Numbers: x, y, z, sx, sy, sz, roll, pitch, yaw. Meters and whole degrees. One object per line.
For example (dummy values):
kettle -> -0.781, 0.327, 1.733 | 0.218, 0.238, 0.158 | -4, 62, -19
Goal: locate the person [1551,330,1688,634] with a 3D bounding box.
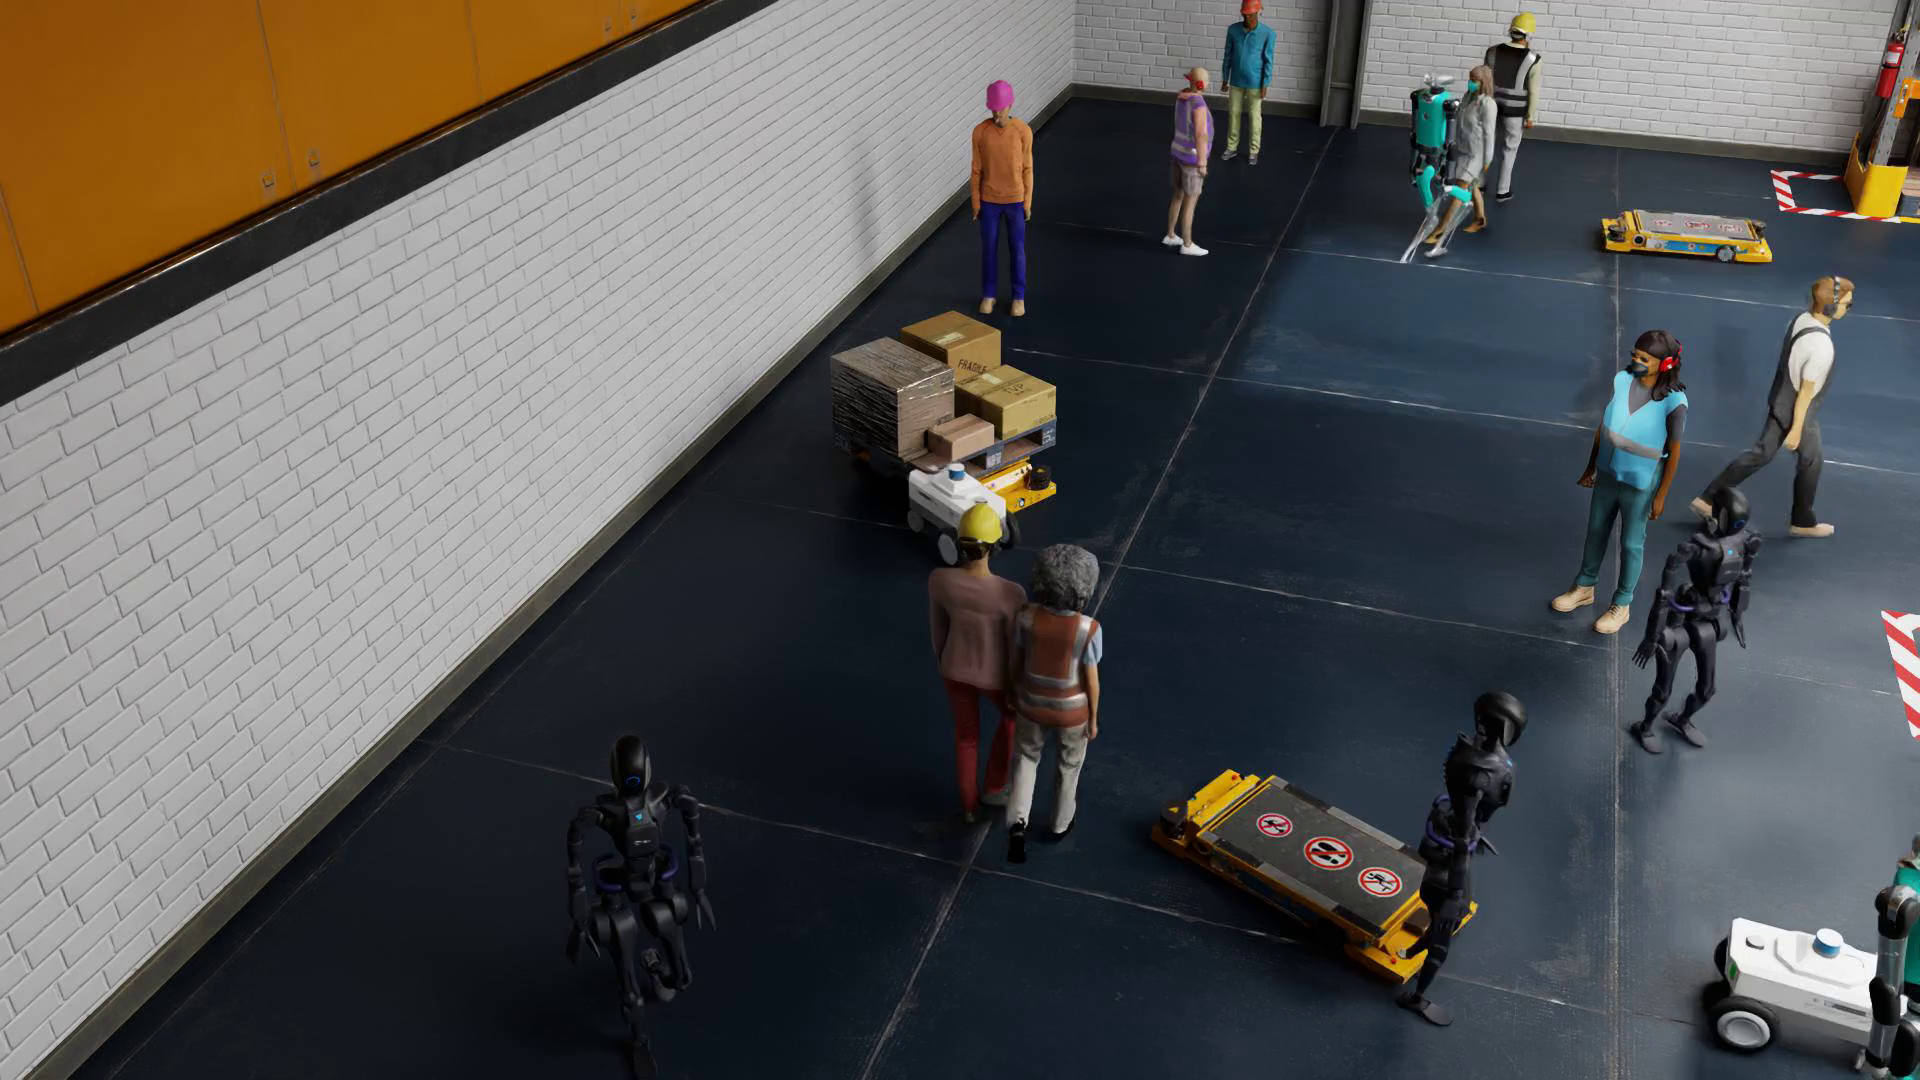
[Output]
person -> 3.865, -0.344, 9.633 | 0.378, 1.865, 0.543 | -19, 36, -29

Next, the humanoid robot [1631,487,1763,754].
humanoid robot -> 3.768, 0.415, 8.538 | 0.612, 1.631, 0.411 | -8, 31, -14

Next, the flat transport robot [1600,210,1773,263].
flat transport robot -> 6.727, -2.818, 15.419 | 1.431, 0.231, 0.659 | 7, 31, 13

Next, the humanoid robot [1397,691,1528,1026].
humanoid robot -> 2.061, 1.326, 7.008 | 0.406, 1.661, 0.603 | 12, 33, 20

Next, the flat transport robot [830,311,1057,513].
flat transport robot -> -0.067, -0.537, 11.539 | 0.659, 0.231, 1.431 | -25, 38, -35

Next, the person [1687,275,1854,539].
person -> 5.244, -0.831, 10.522 | 0.907, 1.809, 0.519 | 2, 31, 4

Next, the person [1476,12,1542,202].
person -> 5.363, -4.234, 16.300 | 0.594, 1.821, 0.403 | 24, 38, 35

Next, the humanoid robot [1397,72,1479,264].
humanoid robot -> 4.292, -3.265, 14.746 | 0.851, 1.790, 0.553 | -15, 34, -24

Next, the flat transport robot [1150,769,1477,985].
flat transport robot -> 1.681, 1.552, 7.985 | 1.431, 0.231, 0.659 | 26, 39, 37

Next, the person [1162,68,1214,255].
person -> 2.082, -3.420, 15.044 | 0.341, 1.698, 0.499 | -9, 32, -16

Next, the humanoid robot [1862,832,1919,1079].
humanoid robot -> 3.618, 1.886, 5.977 | 0.618, 1.781, 0.837 | -17, 34, -26

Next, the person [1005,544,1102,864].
person -> 0.411, 0.819, 7.840 | 0.481, 1.662, 0.601 | 9, 32, 15

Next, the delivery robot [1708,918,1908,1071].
delivery robot -> 3.602, 1.909, 7.114 | 0.785, 0.614, 0.517 | 13, 33, 21

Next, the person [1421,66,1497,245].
person -> 4.665, -3.560, 15.345 | 0.856, 1.611, 0.495 | -8, 31, -13

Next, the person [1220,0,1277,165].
person -> 2.975, -4.804, 17.338 | 0.566, 1.744, 0.347 | 18, 35, 28

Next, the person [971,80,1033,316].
person -> 0.341, -2.817, 13.745 | 0.516, 1.973, 0.402 | 3, 31, 6

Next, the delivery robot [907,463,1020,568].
delivery robot -> -0.020, -0.212, 10.694 | 0.499, 0.586, 0.772 | -21, 36, -31

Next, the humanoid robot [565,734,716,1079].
humanoid robot -> -1.339, 1.438, 6.783 | 0.610, 1.642, 0.477 | -15, 34, -24

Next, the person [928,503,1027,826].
person -> 0.106, 0.621, 8.101 | 0.549, 1.744, 0.417 | 12, 33, 20
